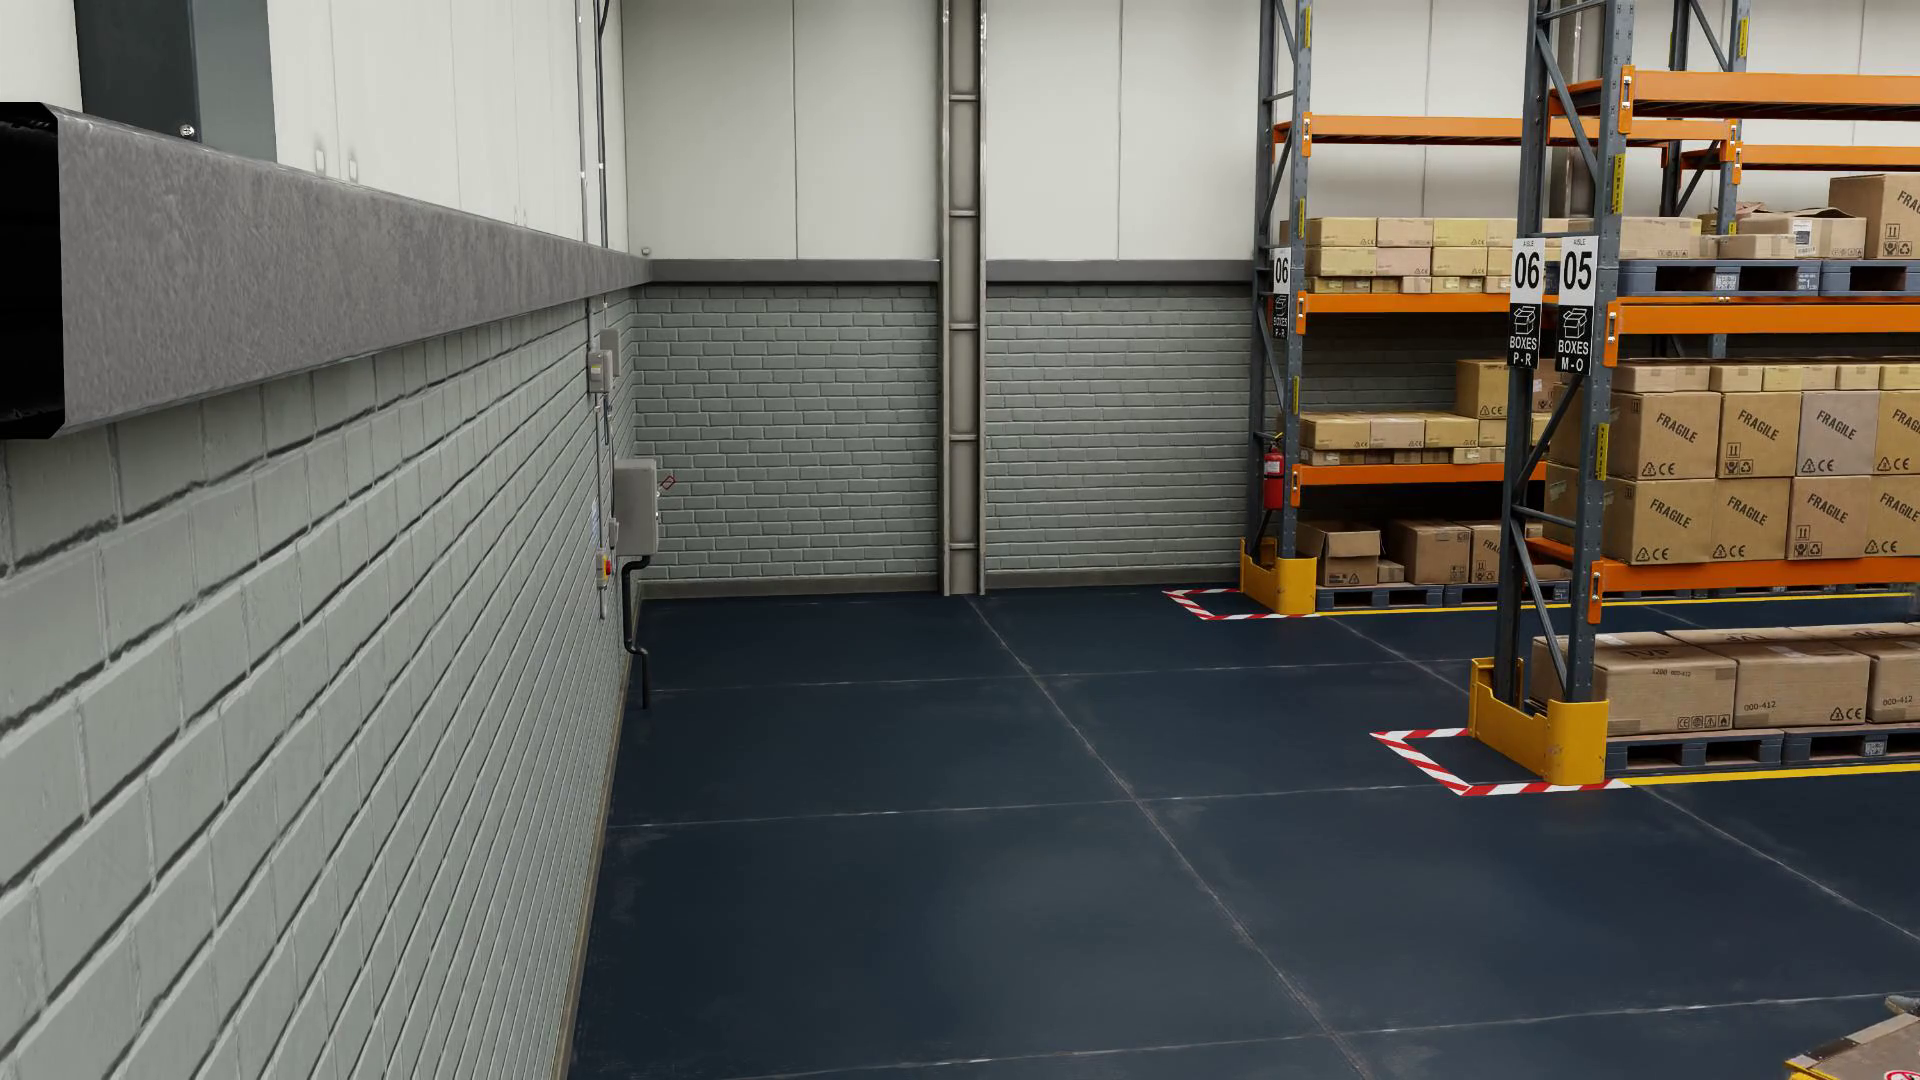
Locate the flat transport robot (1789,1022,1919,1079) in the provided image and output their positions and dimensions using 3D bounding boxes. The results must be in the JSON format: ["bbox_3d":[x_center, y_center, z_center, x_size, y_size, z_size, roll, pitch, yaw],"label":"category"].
[{"bbox_3d":[3.486,1.954,5.888,1.431,0.197,0.652,-6,11,-31],"label":"flat transport robot"}]

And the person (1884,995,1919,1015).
[{"bbox_3d":[4.188,1.081,6.468,0.846,1.857,0.597,4,10,22],"label":"person"}]

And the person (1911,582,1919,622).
[{"bbox_3d":[6.986,0.279,11.899,0.719,1.670,0.536,-1,9,-9],"label":"person"}]
